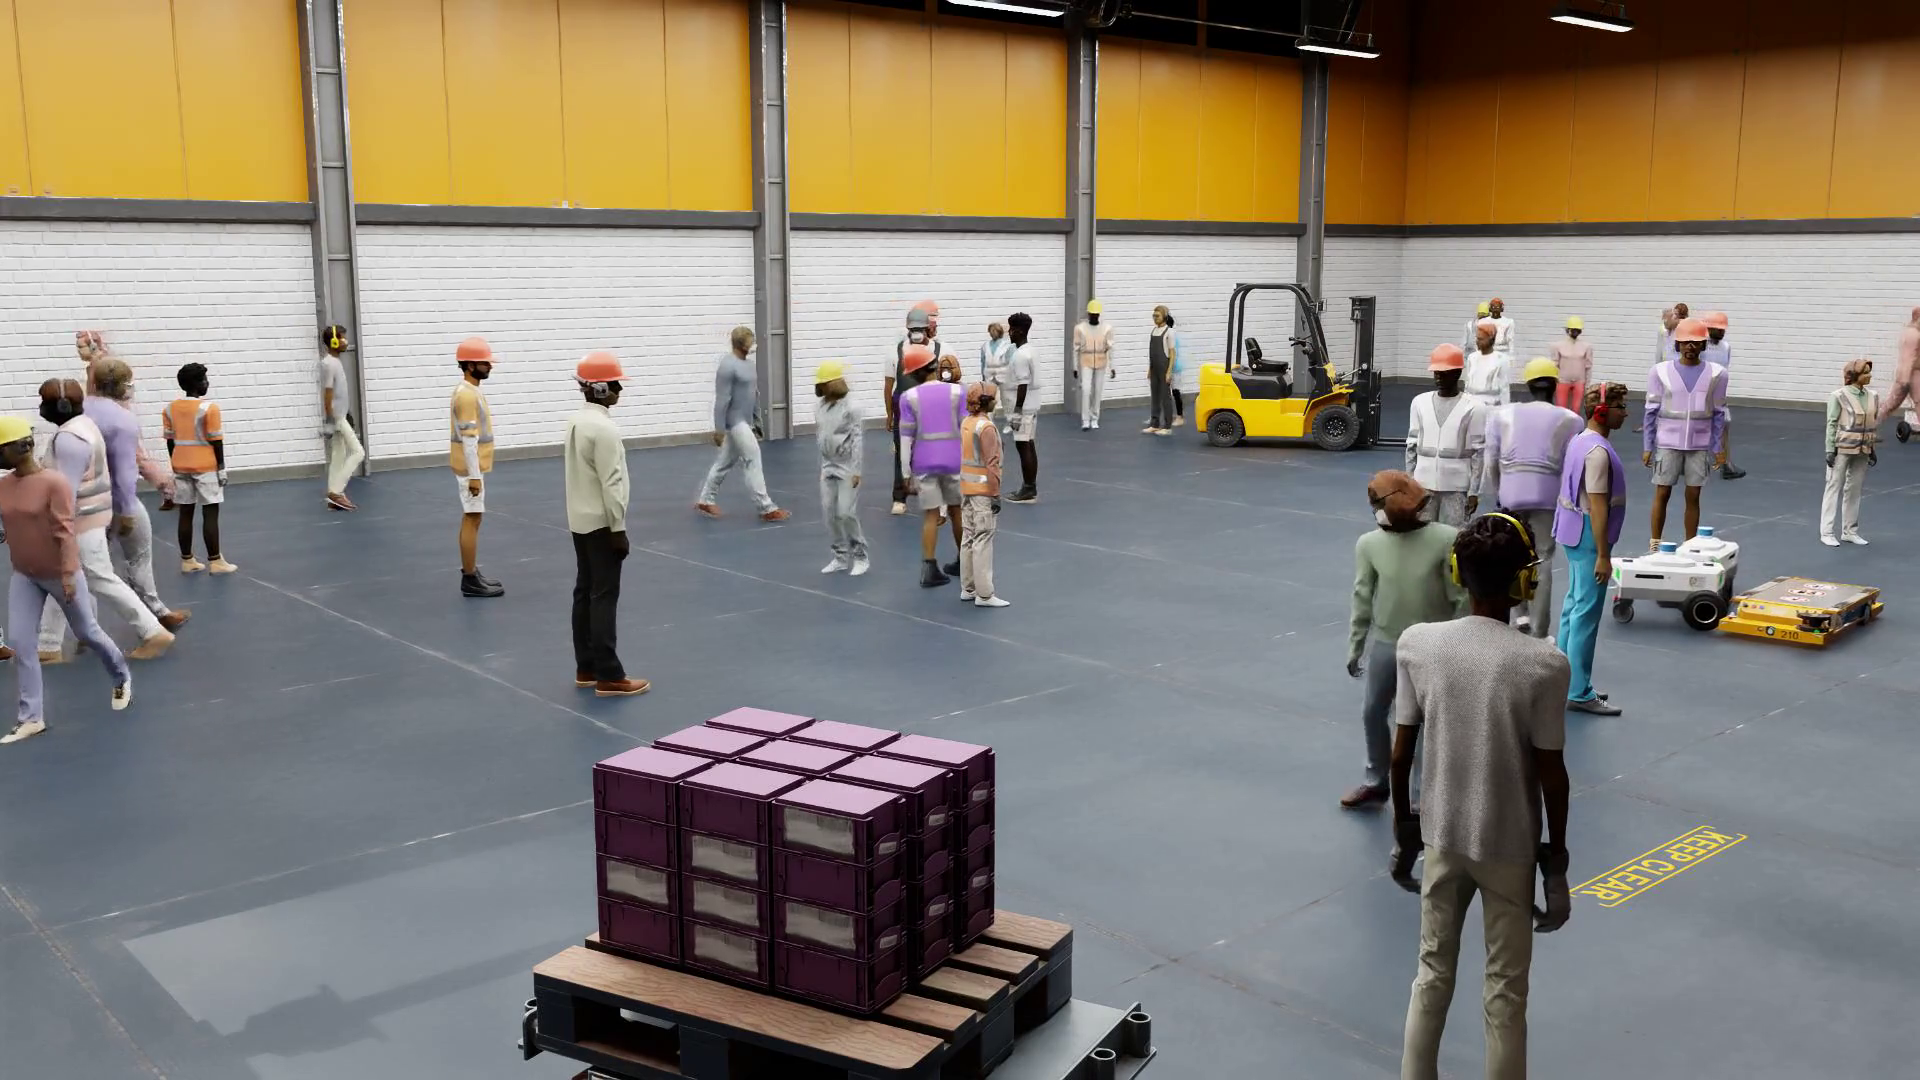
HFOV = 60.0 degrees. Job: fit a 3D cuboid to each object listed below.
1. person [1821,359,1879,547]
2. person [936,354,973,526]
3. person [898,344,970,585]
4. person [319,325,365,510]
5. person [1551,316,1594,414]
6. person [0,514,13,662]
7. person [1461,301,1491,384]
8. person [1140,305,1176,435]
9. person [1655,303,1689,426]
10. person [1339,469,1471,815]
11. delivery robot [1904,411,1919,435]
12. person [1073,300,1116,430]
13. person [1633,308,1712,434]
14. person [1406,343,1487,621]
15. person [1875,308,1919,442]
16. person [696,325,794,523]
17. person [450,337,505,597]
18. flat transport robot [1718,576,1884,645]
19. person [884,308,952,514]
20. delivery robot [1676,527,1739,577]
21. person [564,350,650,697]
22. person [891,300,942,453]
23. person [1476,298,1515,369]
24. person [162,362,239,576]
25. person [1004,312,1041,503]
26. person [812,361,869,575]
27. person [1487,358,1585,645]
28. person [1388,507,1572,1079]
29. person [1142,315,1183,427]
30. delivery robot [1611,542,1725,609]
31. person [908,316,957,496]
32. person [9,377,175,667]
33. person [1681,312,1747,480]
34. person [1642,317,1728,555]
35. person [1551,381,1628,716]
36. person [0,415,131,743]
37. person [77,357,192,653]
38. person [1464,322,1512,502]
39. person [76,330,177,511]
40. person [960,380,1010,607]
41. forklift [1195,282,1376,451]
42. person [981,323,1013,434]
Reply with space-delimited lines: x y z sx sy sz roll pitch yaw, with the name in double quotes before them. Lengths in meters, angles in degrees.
"person" 7.801 -0.765 14.574 0.522 1.645 0.305 -3 10 -16
"person" -0.095 -0.925 15.577 0.501 1.626 0.282 3 10 17
"person" -0.169 -0.582 12.899 0.623 1.871 0.644 -1 10 -8
"person" -6.170 -1.209 16.566 0.421 1.855 0.524 -4 11 -24
"person" 8.065 -2.075 21.932 0.527 1.754 0.398 2 10 9
"person" -6.187 -0.140 10.312 0.539 1.871 0.405 -1 10 -6
"person" 8.260 -2.876 26.415 0.628 1.816 0.589 4 11 24
"person" 2.834 -2.397 23.581 0.415 1.841 0.532 -6 11 -32
"person" 10.645 -2.591 24.691 0.633 1.842 0.429 3 10 14
"person" 1.979 0.485 7.395 0.593 1.602 0.364 6 11 30
"delivery robot" 13.085 -1.613 22.453 0.477 0.478 0.707 0 10 1
"person" 1.965 -2.537 24.224 0.607 1.887 0.873 0 10 -1
"person" 10.297 -2.397 23.695 1.158 1.813 0.659 -1 10 -6
"person" 3.336 -0.387 11.508 0.545 1.938 0.362 6 12 33
"person" 12.793 -2.208 22.441 1.035 1.859 0.651 4 10 21
"person" -2.122 -1.105 15.912 1.045 1.890 0.626 2 10 13
"person" -3.612 -0.545 12.433 0.379 1.938 0.547 -3 10 -15
"flat transport robot" 5.782 0.465 11.394 0.652 0.197 1.431 9 13 42
"person" -0.404 -1.255 16.288 0.688 2.000 0.536 0 10 0
"delivery robot" 5.427 0.148 12.143 0.477 0.478 0.707 7 12 37
"person" -2.078 -0.098 9.642 0.386 1.996 0.610 -6 11 -32
"person" -0.463 -1.983 20.686 1.017 2.004 0.623 -8 12 -38
"person" 8.444 -2.875 26.274 0.579 1.878 0.340 3 10 17
"person" -6.055 -0.560 13.213 0.537 1.698 0.321 3 10 17
"person" 0.642 -1.360 17.117 0.361 1.963 0.613 3 10 15
"person" -0.978 -0.561 13.206 0.504 1.716 0.441 7 12 35
"person" 3.776 -0.258 10.970 0.604 1.856 0.805 5 11 27
"person" 1.410 0.841 4.515 0.516 1.873 0.329 8 13 39
"person" 3.021 -2.494 24.617 0.694 1.668 0.549 -4 10 -22
"delivery robot" 4.880 0.259 11.491 0.707 0.478 0.477 3 10 18
"person" -0.348 -1.413 17.605 0.642 1.909 0.399 -6 12 -33
"person" -5.411 -0.109 10.291 0.901 1.807 0.620 -5 11 -26
"person" 8.548 -1.618 18.818 0.582 1.894 0.909 -3 10 -17
"person" 5.864 -0.777 13.479 0.615 2.043 0.373 3 10 15
"person" 3.512 0.038 9.284 0.389 1.846 0.567 2 10 10
"person" -4.862 0.168 8.961 0.537 1.727 0.856 2 10 13
"person" -5.471 -0.247 10.843 0.631 1.883 0.887 3 10 19
"person" 5.486 -1.322 17.224 0.783 1.864 0.582 -5 11 -25
"person" -8.198 -1.143 16.281 1.022 1.837 0.648 -6 11 -32
"person" 0.152 -0.333 12.060 0.308 1.641 0.514 -4 11 -23
"forklift" 4.328 -2.346 22.227 2.313 2.155 1.214 3 10 16
"person" 0.529 -2.272 23.544 0.529 1.595 0.847 5 11 25
